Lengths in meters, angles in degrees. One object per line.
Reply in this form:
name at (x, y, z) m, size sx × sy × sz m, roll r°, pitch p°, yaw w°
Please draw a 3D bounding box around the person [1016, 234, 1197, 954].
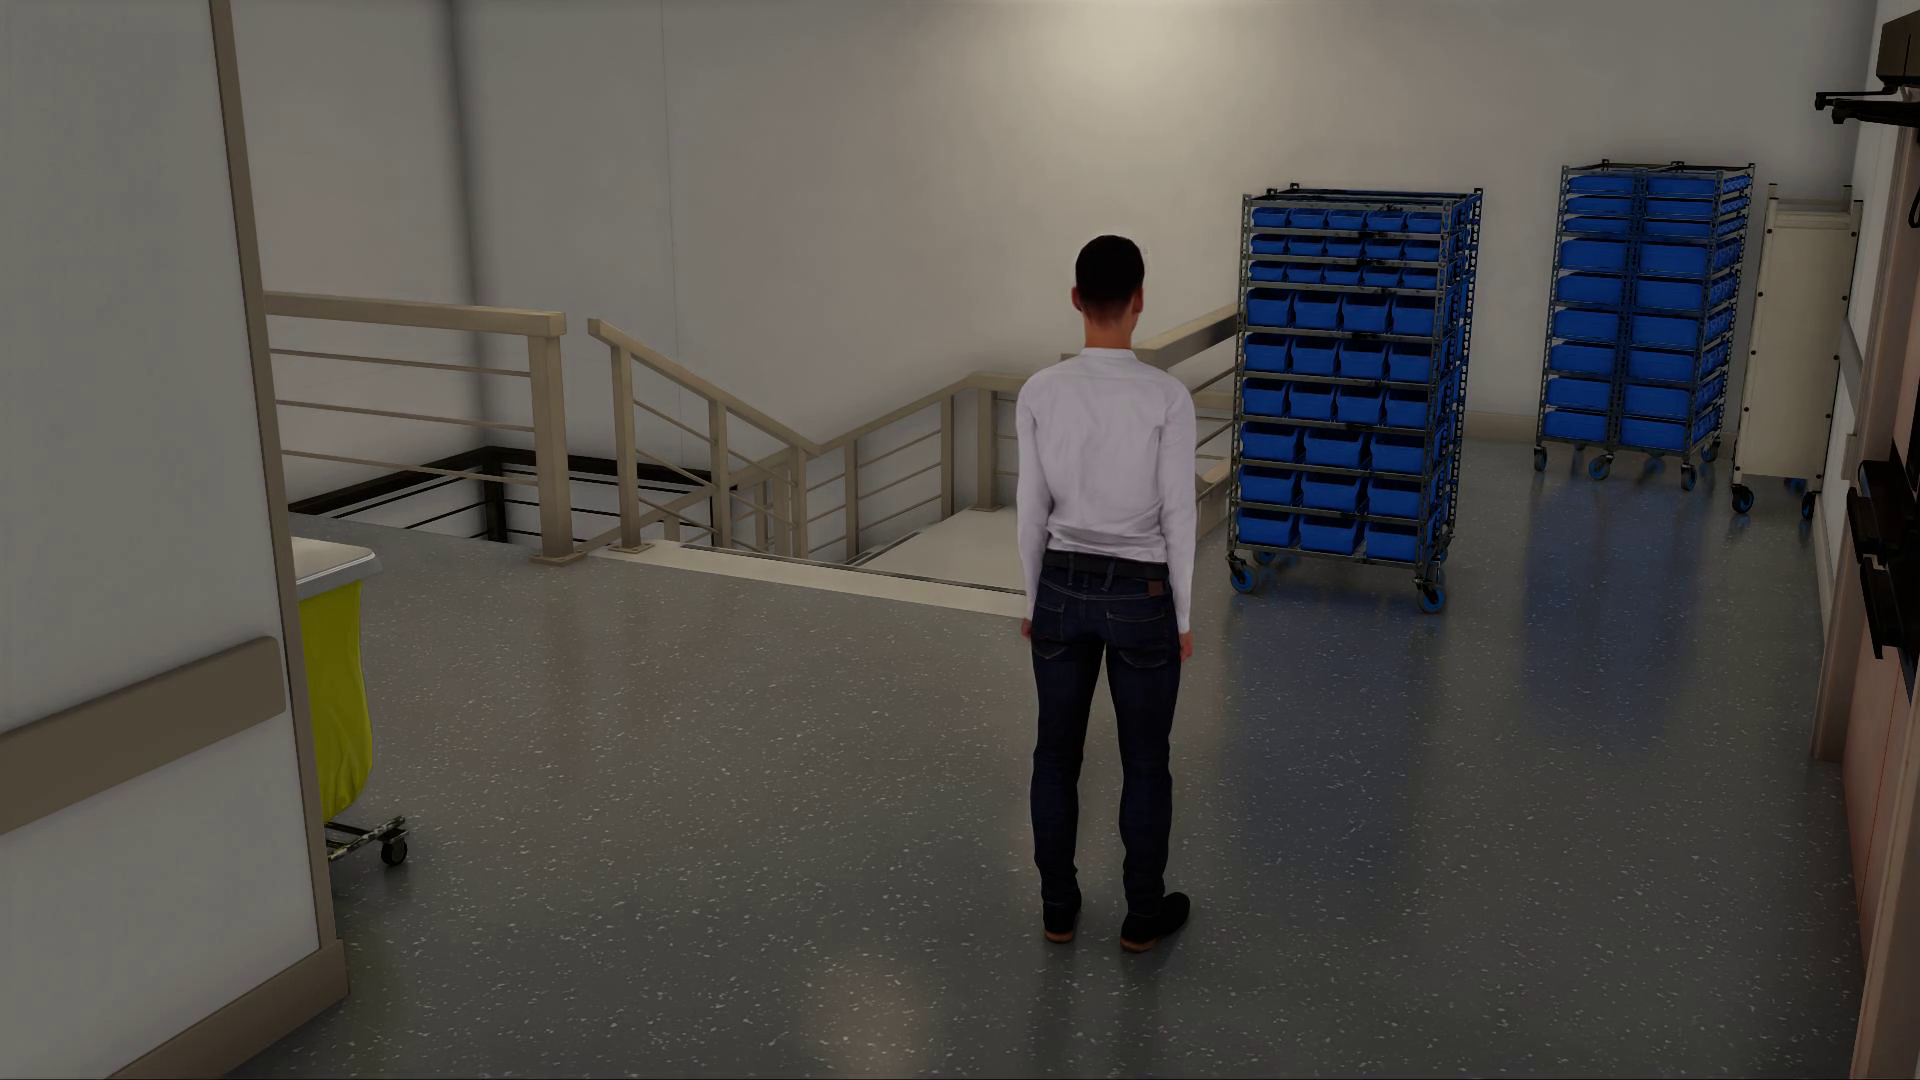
person at (0.370, 0.156, 4.261) m, size 0.629 × 1.872 × 0.602 m, roll 6°, pitch 17°, yaw 19°
